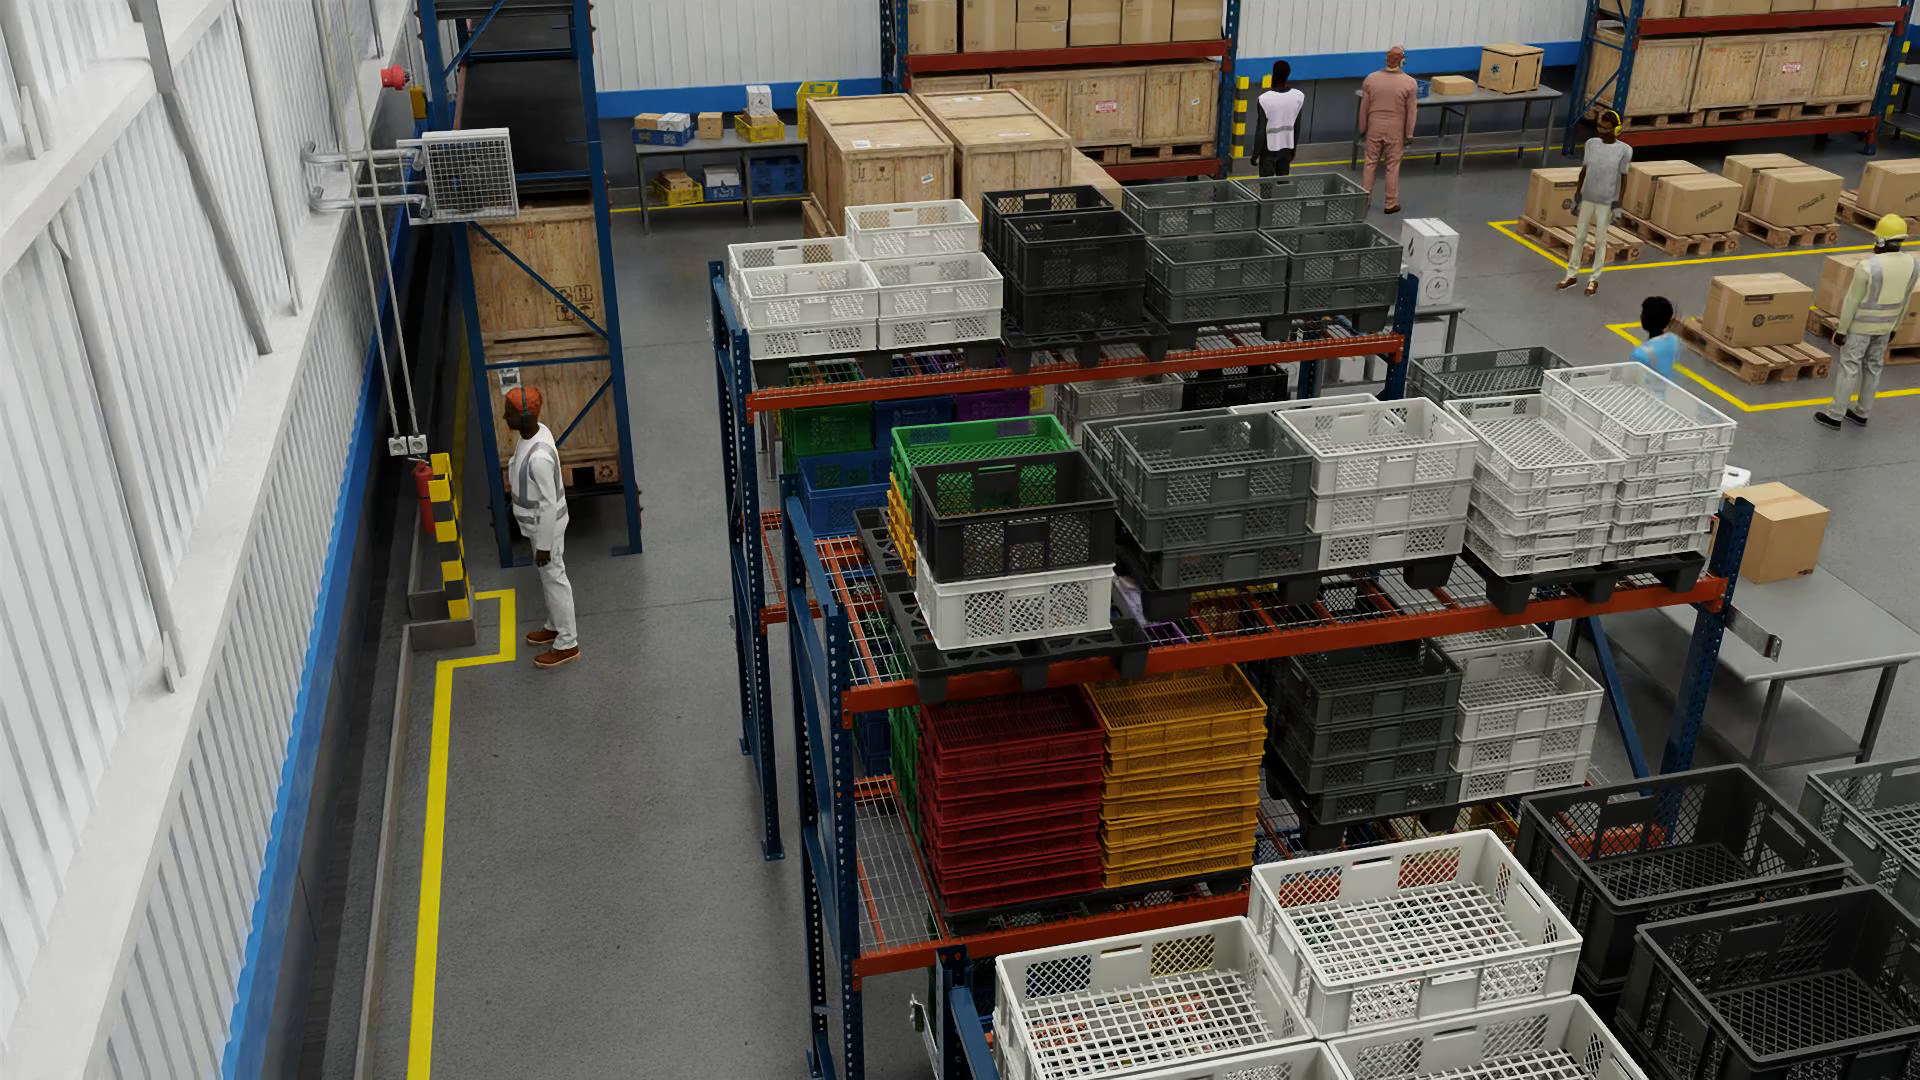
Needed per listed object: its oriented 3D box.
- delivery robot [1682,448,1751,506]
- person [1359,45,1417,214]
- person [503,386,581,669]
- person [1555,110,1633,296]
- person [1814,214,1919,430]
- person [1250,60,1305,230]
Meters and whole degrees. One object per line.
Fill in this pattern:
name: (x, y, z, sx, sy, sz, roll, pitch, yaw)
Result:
delivery robot: (5.532, -0.473, 12.515, 0.707, 0.478, 0.477, 20, 34, 33)
person: (4.958, -4.759, 19.305, 0.653, 1.906, 0.405, 14, 31, 25)
person: (-2.643, -0.090, 10.473, 0.355, 1.882, 0.575, -10, 29, -18)
person: (6.425, -3.401, 16.775, 0.518, 1.865, 0.330, 23, 36, 37)
person: (7.516, -1.792, 13.767, 0.589, 1.825, 0.403, -6, 28, -11)
person: (3.522, -4.367, 18.553, 0.591, 1.916, 0.391, -13, 30, -23)
